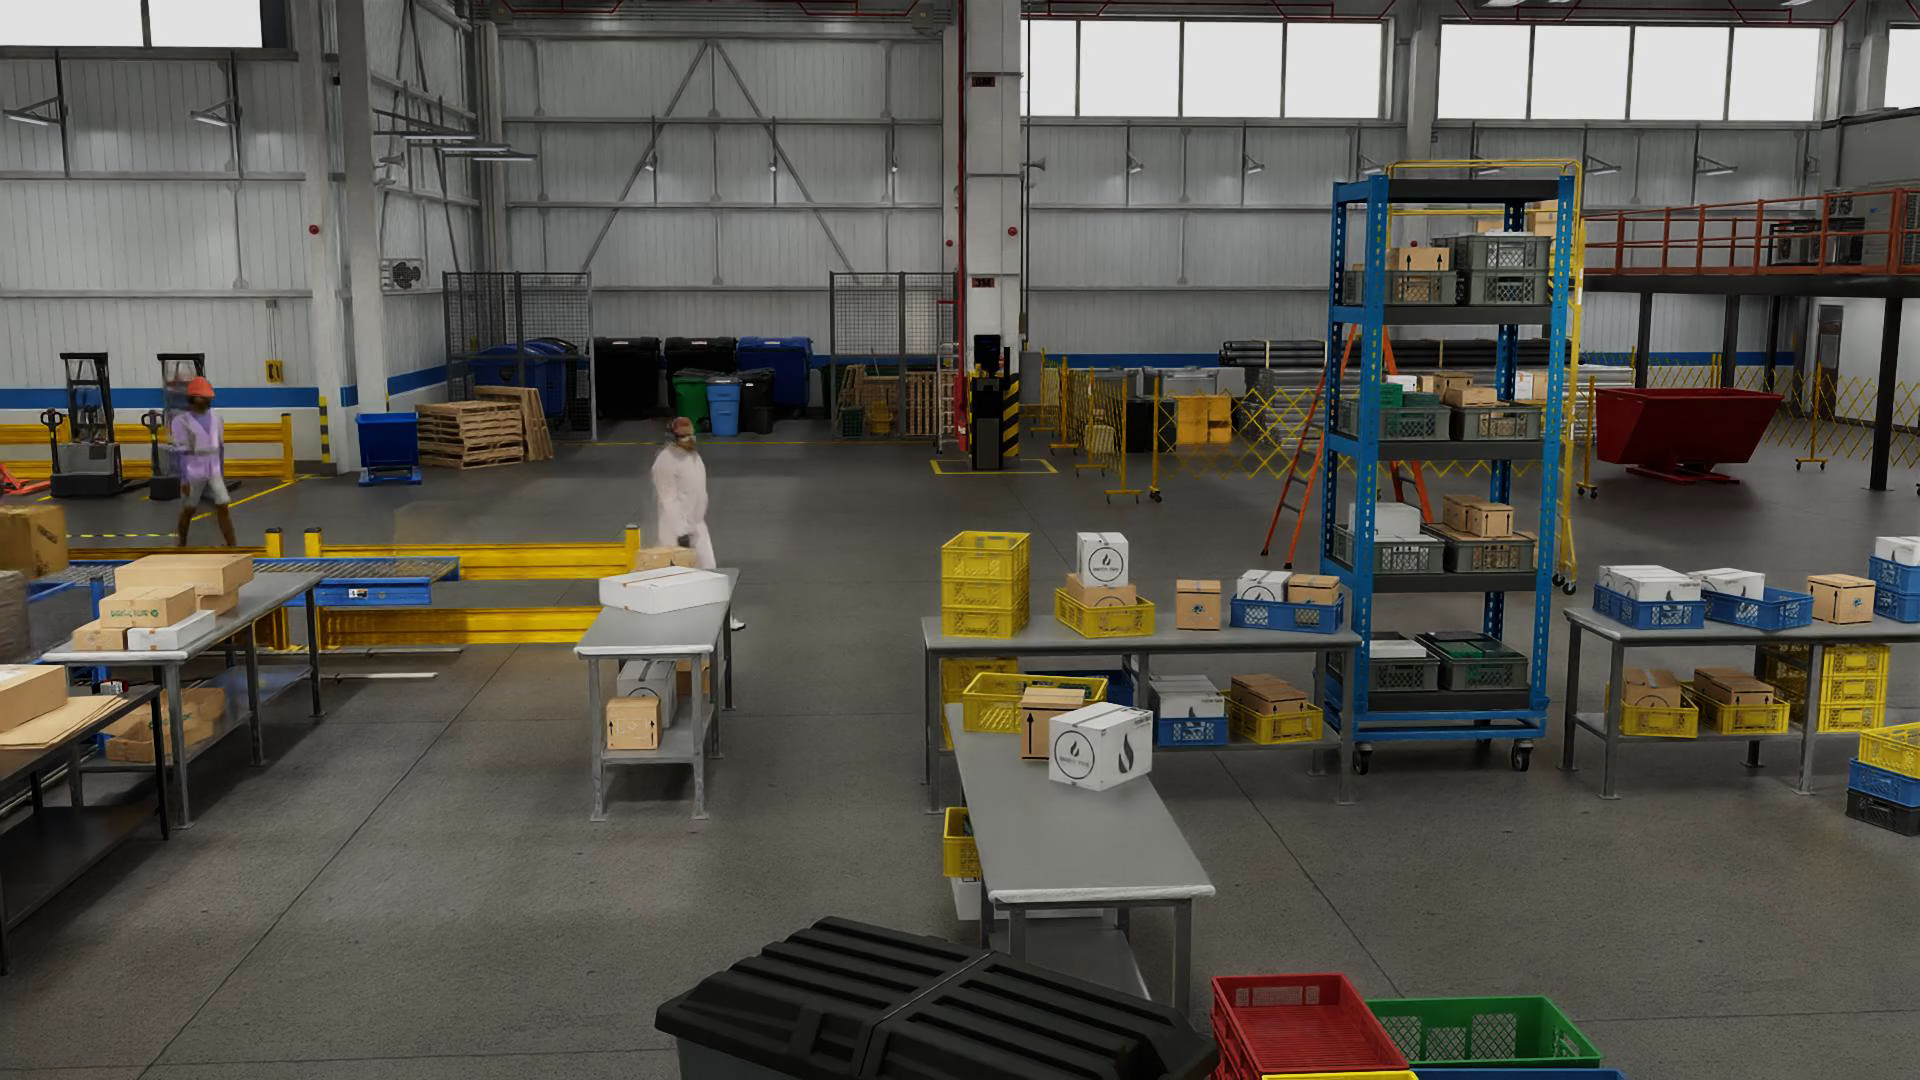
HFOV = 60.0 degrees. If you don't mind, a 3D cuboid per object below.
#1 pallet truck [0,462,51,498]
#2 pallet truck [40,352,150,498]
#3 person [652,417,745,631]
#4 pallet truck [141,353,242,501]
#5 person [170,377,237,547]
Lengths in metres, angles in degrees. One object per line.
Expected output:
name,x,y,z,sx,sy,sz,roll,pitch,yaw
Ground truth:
pallet truck,-13.193,-1.293,23.148,0.653,1.274,1.630,-1,9,-4
pallet truck,-11.907,-1.642,23.165,0.823,1.965,1.885,0,9,0
person,-2.348,-0.126,14.132,0.970,1.857,0.665,4,10,25
pallet truck,-10.520,-1.604,22.925,0.823,1.965,1.885,-1,9,-6
person,-7.777,-0.672,17.121,1.055,1.985,0.639,5,10,29
